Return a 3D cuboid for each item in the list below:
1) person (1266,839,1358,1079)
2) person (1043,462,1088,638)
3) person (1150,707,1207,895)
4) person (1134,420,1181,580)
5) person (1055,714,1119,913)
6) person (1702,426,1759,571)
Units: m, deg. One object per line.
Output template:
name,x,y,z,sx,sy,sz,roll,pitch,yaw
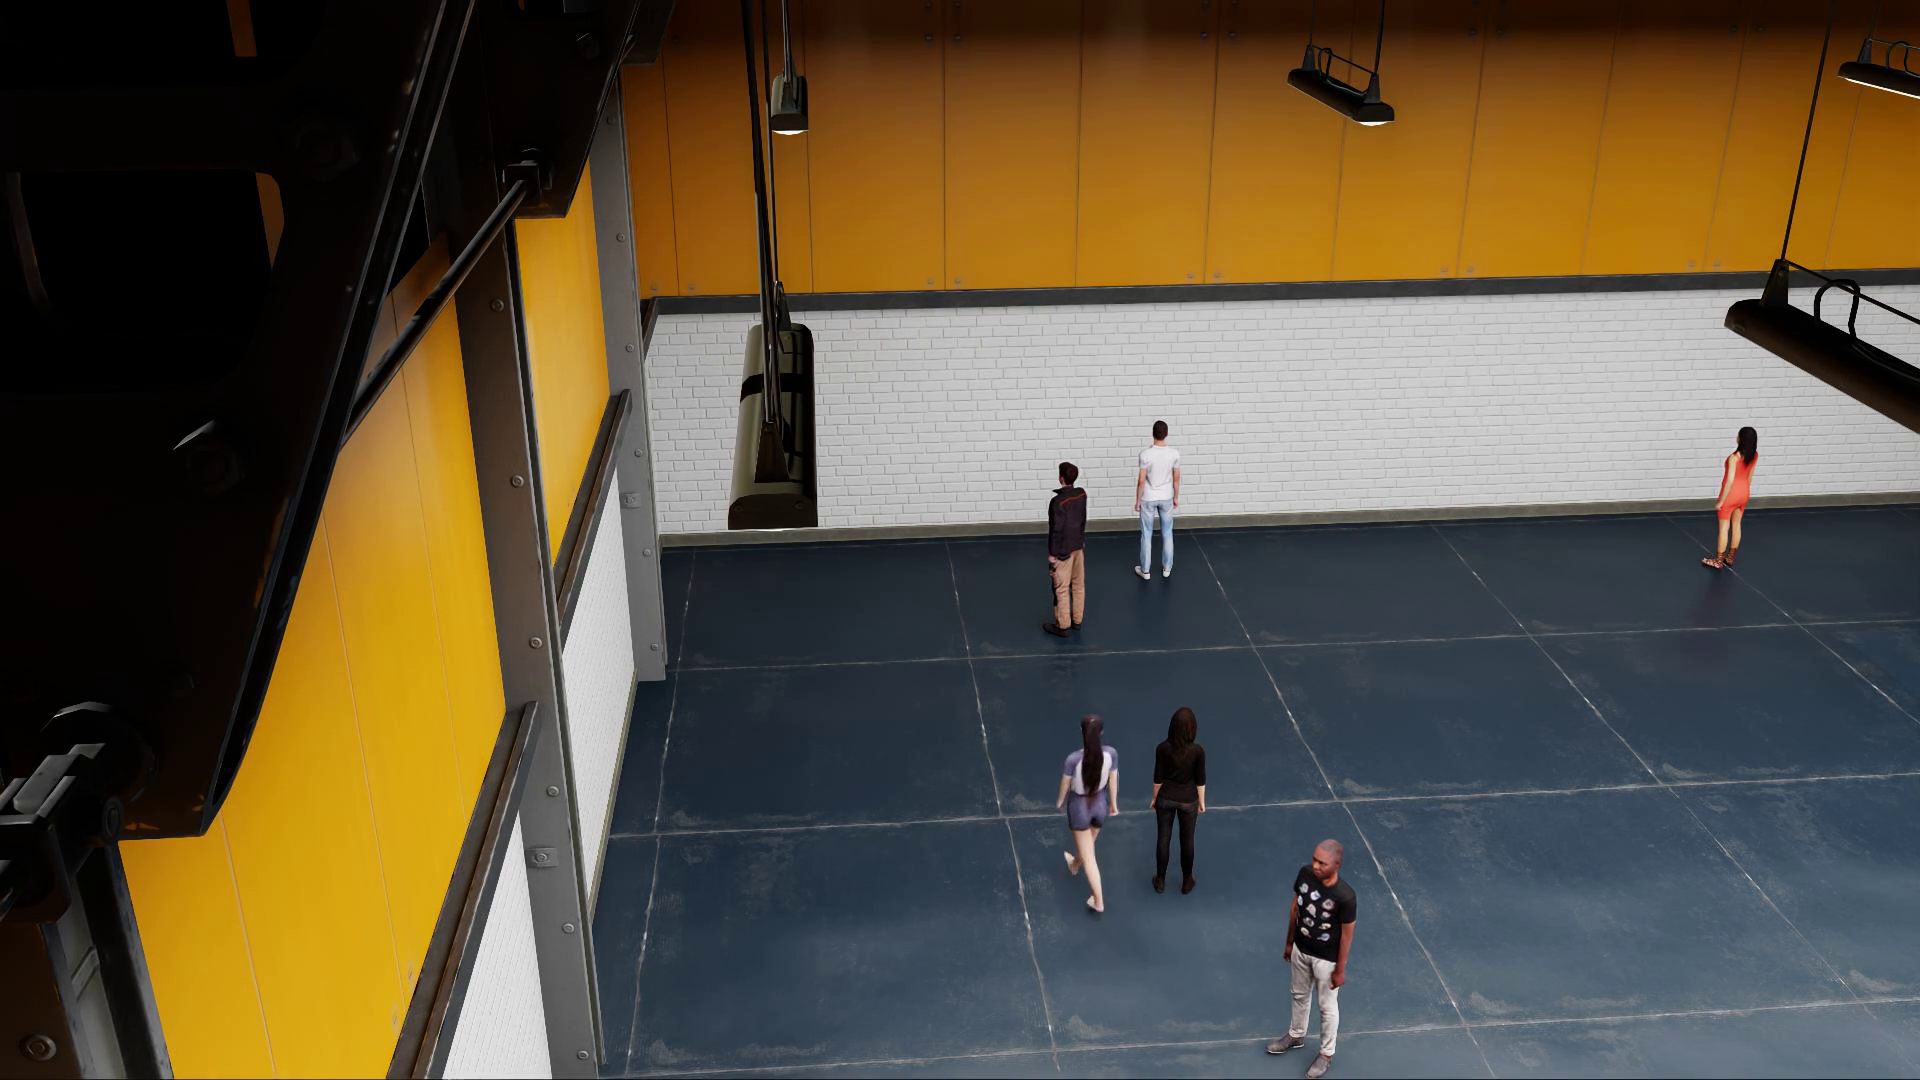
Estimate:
person,2.455,2.814,11.360,0.820,1.805,0.729,-19,30,-36
person,1.123,0.092,17.436,0.792,1.925,0.827,-21,31,-40
person,1.732,2.076,13.253,0.634,1.641,0.577,4,24,8
person,2.222,-0.457,18.785,0.679,1.851,0.565,-4,24,-10
person,1.047,2.179,13.054,0.808,1.611,1.072,-10,26,-22
person,8.858,-0.489,19.023,0.656,1.719,0.639,-11,26,-24
